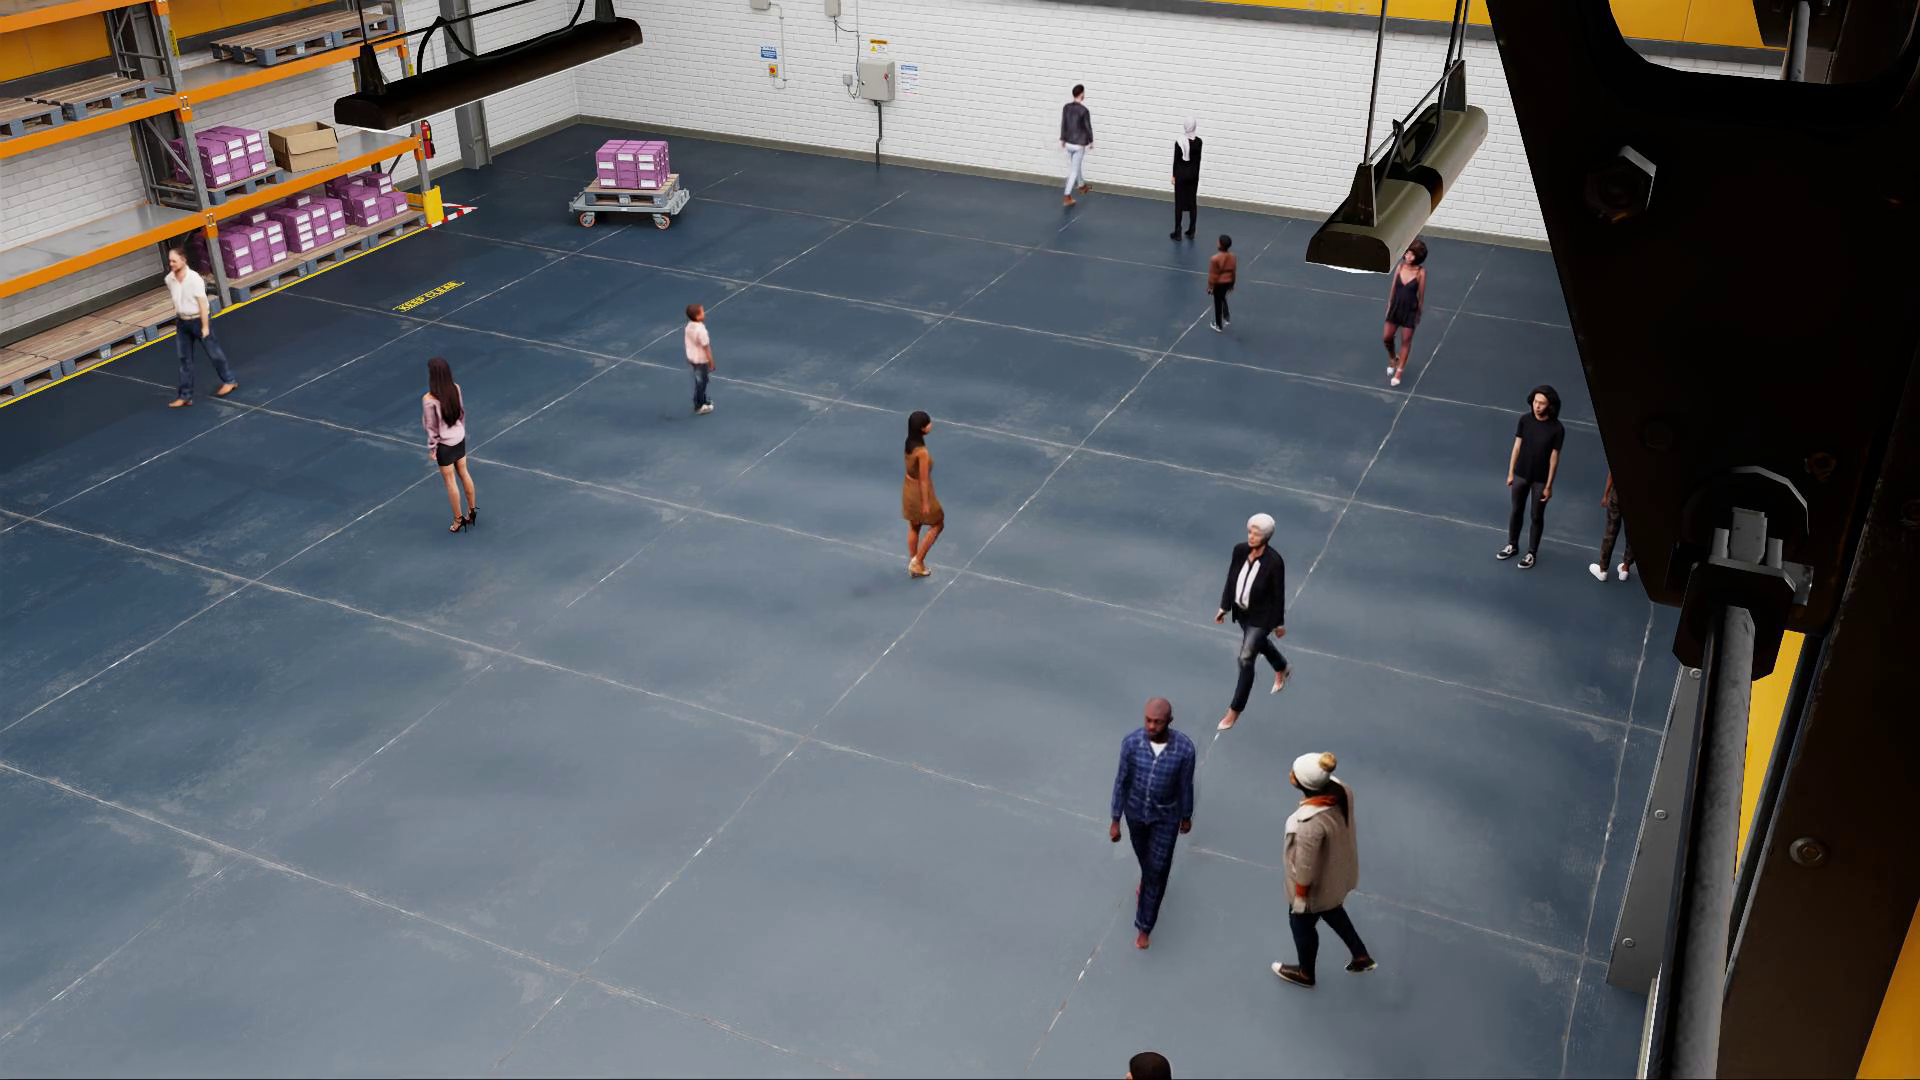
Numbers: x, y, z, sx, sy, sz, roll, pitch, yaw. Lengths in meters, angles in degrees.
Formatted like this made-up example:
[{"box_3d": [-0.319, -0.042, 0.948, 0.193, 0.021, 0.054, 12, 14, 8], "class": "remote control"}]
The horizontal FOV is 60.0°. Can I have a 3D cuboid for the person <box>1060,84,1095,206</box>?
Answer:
[{"box_3d": [1.735, -6.018, 25.483, 0.911, 1.797, 1.184, 24, 37, 37], "class": "person"}]

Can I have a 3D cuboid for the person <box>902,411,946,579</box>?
[{"box_3d": [-0.445, -0.381, 15.273, 0.763, 1.680, 0.706, -10, 30, -18], "class": "person"}]

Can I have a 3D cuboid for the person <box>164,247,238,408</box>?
[{"box_3d": [-8.643, -2.471, 18.968, 0.751, 1.810, 1.146, 10, 30, 17], "class": "person"}]

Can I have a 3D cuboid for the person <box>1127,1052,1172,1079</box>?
[{"box_3d": [0.969, 3.279, 8.603, 0.707, 1.641, 0.559, 1, 29, 3], "class": "person"}]

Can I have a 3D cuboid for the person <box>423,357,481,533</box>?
[{"box_3d": [-4.943, -0.925, 16.132, 0.704, 1.812, 0.492, 16, 32, 27], "class": "person"}]

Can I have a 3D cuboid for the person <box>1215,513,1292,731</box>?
[{"box_3d": [2.361, 0.562, 12.739, 1.206, 1.752, 1.107, -17, 33, -28], "class": "person"}]

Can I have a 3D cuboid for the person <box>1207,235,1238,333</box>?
[{"box_3d": [3.326, -3.214, 20.915, 0.605, 1.248, 0.680, -15, 32, -26], "class": "person"}]

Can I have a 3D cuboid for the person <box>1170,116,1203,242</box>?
[{"box_3d": [3.285, -5.225, 24.052, 0.673, 1.776, 0.730, -9, 30, -16], "class": "person"}]

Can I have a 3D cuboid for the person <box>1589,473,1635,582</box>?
[{"box_3d": [6.137, -0.406, 15.296, 0.652, 1.700, 0.661, 0, 29, 0], "class": "person"}]

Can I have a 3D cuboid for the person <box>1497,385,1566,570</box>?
[{"box_3d": [5.377, -0.614, 15.548, 0.641, 1.825, 0.677, -25, 38, -38], "class": "person"}]

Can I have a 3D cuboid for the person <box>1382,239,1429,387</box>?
[{"box_3d": [5.201, -2.666, 19.356, 0.613, 1.780, 0.661, 18, 33, 30], "class": "person"}]

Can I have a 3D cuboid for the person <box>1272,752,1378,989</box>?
[{"box_3d": [2.361, 2.102, 10.521, 0.876, 1.871, 0.888, 22, 36, 35], "class": "person"}]

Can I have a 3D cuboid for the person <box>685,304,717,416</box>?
[{"box_3d": [-2.990, -2.022, 18.678, 0.649, 1.299, 0.613, -20, 34, -32], "class": "person"}]

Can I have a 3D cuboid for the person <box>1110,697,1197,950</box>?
[{"box_3d": [1.308, 1.782, 11.218, 0.767, 1.765, 1.170, 9, 30, 16], "class": "person"}]
